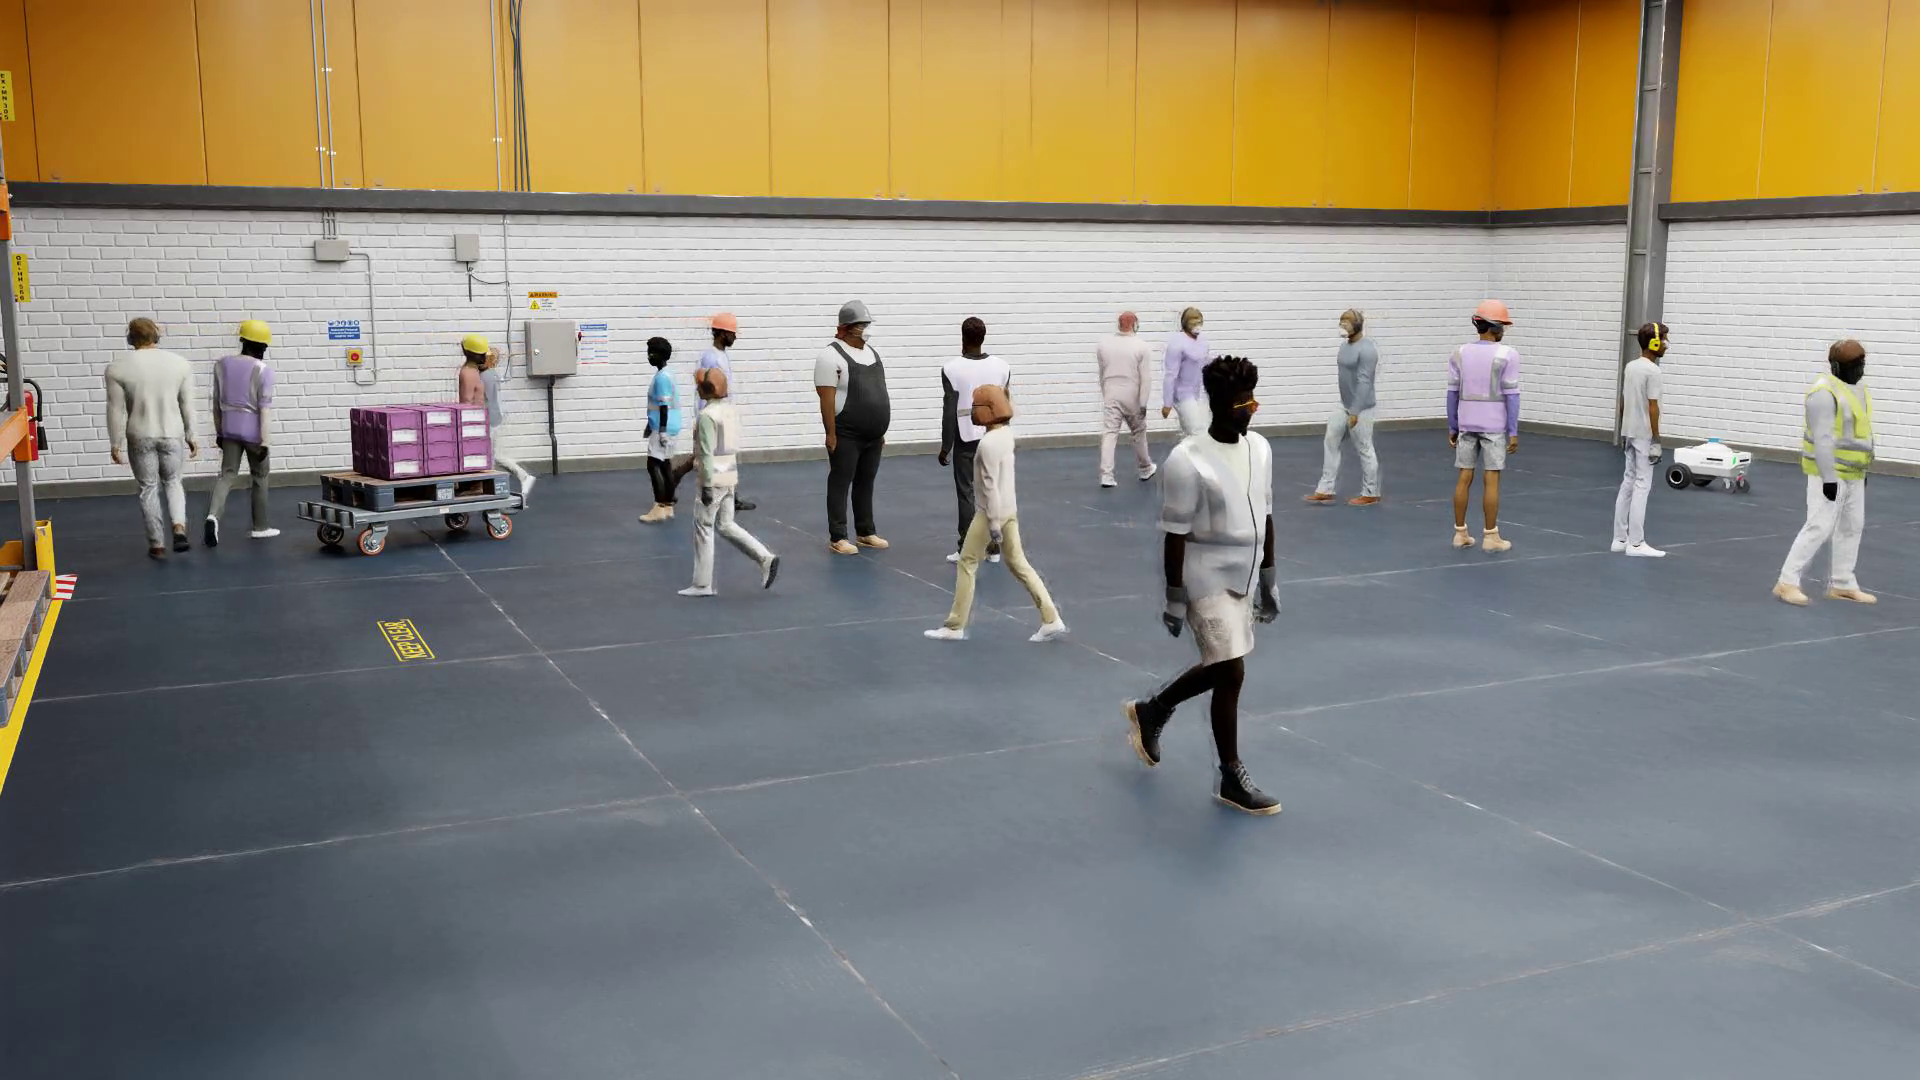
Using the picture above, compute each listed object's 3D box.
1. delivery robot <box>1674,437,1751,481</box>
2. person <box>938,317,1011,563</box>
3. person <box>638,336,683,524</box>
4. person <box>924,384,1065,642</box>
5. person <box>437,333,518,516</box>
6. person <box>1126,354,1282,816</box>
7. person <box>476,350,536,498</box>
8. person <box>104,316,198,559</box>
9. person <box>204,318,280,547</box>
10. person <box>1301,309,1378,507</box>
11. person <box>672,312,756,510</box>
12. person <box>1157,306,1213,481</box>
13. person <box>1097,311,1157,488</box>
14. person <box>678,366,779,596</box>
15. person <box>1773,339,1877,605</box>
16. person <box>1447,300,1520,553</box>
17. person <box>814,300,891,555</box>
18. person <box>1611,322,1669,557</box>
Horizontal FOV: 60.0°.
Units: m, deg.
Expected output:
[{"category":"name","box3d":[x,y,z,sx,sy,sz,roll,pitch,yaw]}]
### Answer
[{"category":"delivery robot","box3d":[7.787,-0.826,17.217,0.477,0.478,0.707,-7,11,-35]},{"category":"person","box3d":[0.119,-0.762,12.888,0.587,1.920,0.391,-5,10,-27]},{"category":"person","box3d":[-2.726,-0.998,15.083,0.418,1.687,0.544,0,9,-2]},{"category":"person","box3d":[0.241,-0.156,10.140,0.853,1.592,0.500,4,10,21]},{"category":"person","box3d":[-4.568,-1.056,15.332,0.805,1.712,0.556,-3,10,-17]},{"category":"person","box3d":[1.051,0.159,7.141,0.604,1.932,0.834,-9,13,-44]},{"category":"person","box3d":[-4.497,-1.116,16.070,0.666,1.606,0.531,-3,10,-16]},{"category":"person","box3d":[-6.359,-0.798,13.095,0.646,1.922,0.443,-7,12,-37]},{"category":"person","box3d":[-5.972,-0.894,13.803,0.653,1.884,0.863,2,9,10]},{"category":"person","box3d":[3.675,-1.247,15.925,0.861,1.905,0.647,-2,9,-14]},{"category":"person","box3d":[-2.425,-1.217,15.810,0.881,1.901,0.555,1,9,4]},{"category":"person","box3d":[2.349,-1.396,16.834,0.490,1.923,0.605,4,10,23]},{"category":"person","box3d":[1.779,-1.502,17.688,0.647,1.850,1.023,5,10,28]},{"category":"person","box3d":[-1.630,-0.395,11.552,0.636,1.622,0.525,2,9,13]},{"category":"person","box3d":[5.961,-0.451,11.319,0.681,1.821,0.476,-7,11,-37]},{"category":"person","box3d":[4.252,-0.920,13.490,0.393,2.040,0.611,-9,13,-43]},{"category":"person","box3d":[-0.815,-0.912,13.440,0.538,2.000,0.688,7,12,38]},{"category":"person","box3d":[5.459,-0.800,13.305,0.309,1.861,0.535,-1,9,-5]}]
